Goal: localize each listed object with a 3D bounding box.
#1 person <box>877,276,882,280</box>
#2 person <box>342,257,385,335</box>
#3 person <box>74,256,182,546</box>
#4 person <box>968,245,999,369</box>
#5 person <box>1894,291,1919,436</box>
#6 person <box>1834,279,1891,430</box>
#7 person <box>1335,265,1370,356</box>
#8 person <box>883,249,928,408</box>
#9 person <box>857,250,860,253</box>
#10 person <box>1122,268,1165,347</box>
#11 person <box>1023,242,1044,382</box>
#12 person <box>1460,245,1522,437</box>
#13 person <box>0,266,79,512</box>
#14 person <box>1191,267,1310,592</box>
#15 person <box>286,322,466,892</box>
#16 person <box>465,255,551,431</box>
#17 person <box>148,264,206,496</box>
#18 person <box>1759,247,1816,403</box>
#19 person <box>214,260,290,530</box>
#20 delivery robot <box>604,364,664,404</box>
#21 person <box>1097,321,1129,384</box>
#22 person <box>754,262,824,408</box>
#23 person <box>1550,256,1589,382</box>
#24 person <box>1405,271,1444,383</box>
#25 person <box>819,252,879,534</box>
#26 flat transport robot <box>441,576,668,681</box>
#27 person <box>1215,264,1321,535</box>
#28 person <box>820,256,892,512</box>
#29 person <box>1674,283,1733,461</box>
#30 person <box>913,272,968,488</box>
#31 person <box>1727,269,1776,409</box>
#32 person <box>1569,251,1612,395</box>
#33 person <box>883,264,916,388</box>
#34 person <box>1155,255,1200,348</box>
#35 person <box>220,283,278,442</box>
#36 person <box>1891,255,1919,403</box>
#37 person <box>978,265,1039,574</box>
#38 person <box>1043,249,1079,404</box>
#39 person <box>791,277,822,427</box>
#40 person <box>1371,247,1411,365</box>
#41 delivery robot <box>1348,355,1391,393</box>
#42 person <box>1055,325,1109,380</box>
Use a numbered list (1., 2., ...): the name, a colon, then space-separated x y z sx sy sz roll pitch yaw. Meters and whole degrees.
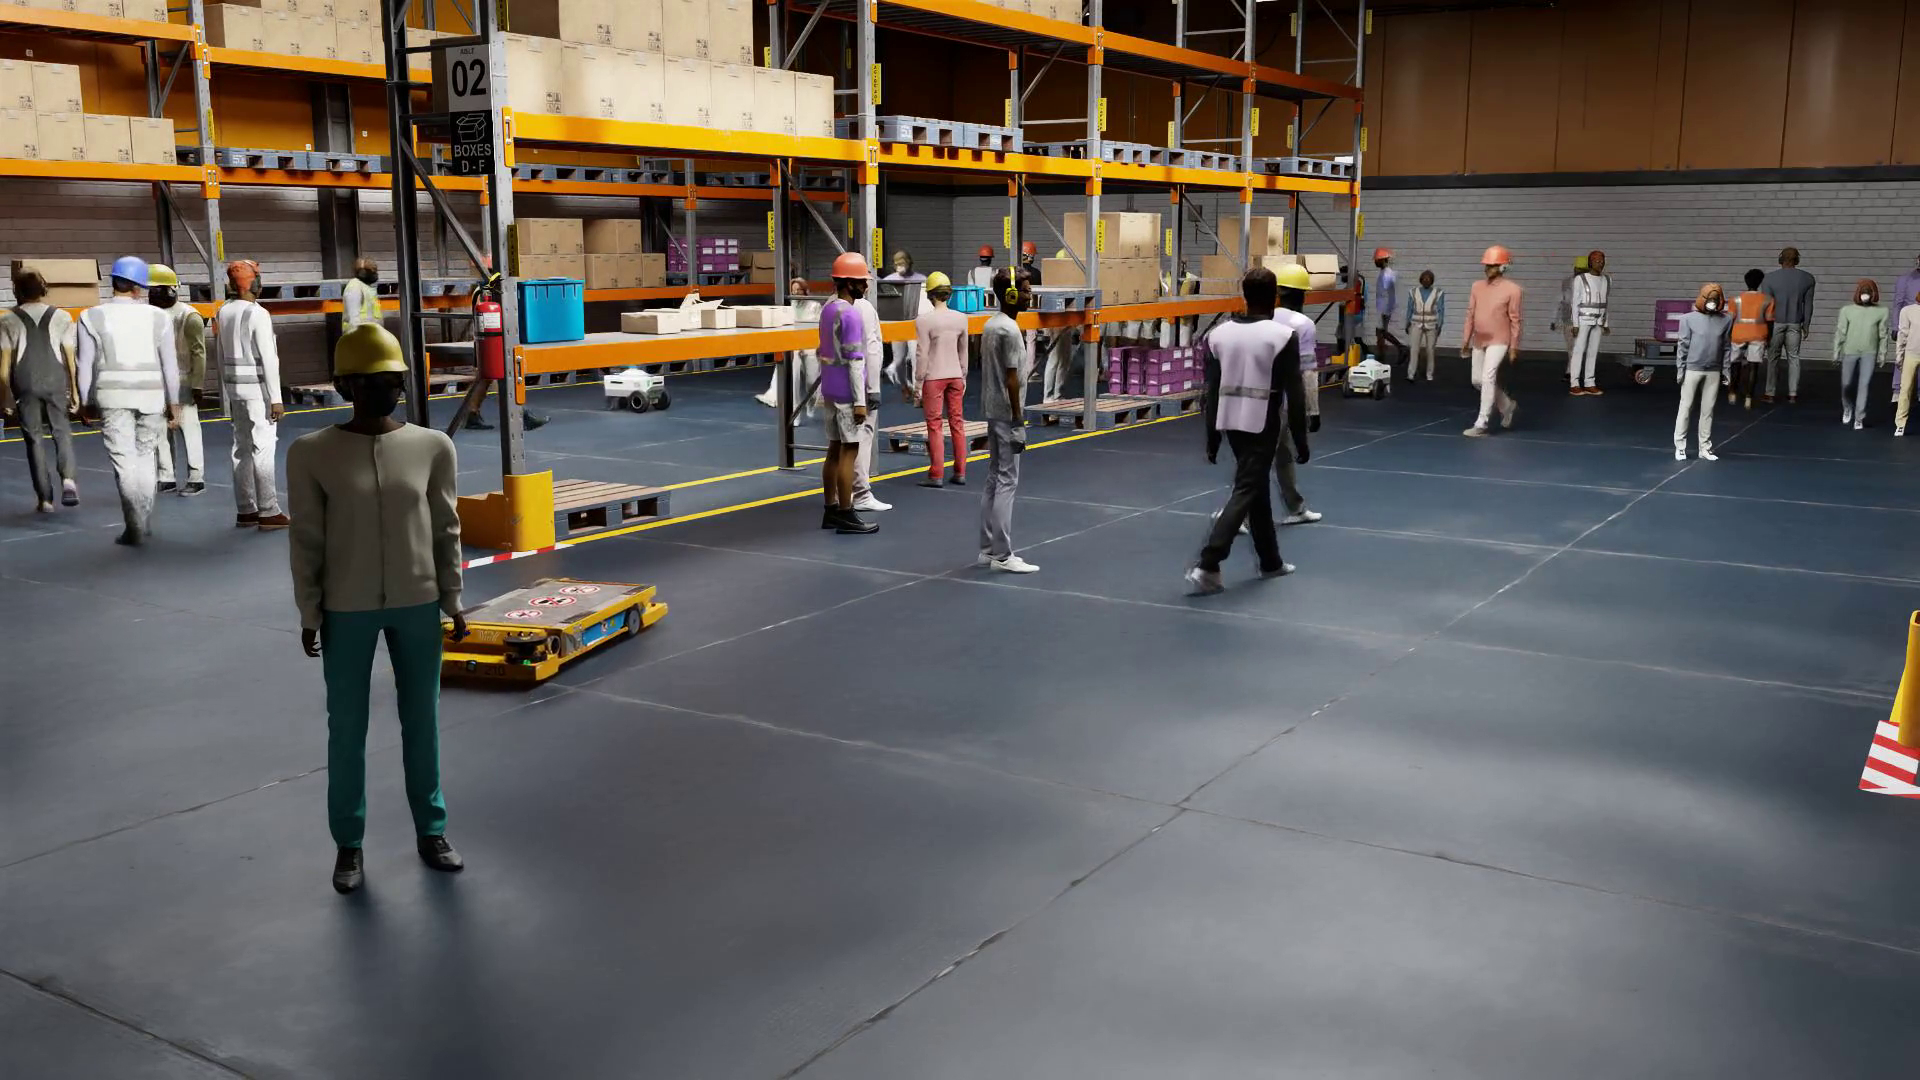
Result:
1. person: -1.401 -3.229 24.109 0.601 1.827 0.403 2 10 8
2. person: -6.538 -2.175 18.278 0.432 1.832 0.694 -1 10 -3
3. person: -5.594 -0.925 11.137 0.649 1.907 0.600 9 14 42
4. person: 0.400 -3.637 26.071 0.551 1.935 0.375 3 11 16
5. person: 9.904 -1.864 17.113 0.496 1.629 0.277 5 11 26
6. person: 9.760 -2.020 18.020 0.514 1.611 0.732 7 12 33
7. person: 5.980 -3.344 25.251 0.558 1.658 0.823 -6 12 -29
8. person: -0.639 -2.580 20.290 0.645 1.916 0.738 0 10 -2
9. person: -1.593 -3.970 28.101 0.323 1.870 0.518 -4 11 -23
10. person: 2.554 -3.172 23.290 0.623 2.012 0.594 4 11 23
11. person: 0.953 -3.248 23.755 0.608 1.995 0.377 9 14 41
12. person: 5.561 -2.061 17.254 0.795 1.974 0.630 -6 12 -31
13. person: -6.834 -1.105 12.331 0.525 1.829 0.416 -8 13 -37
14. person: 1.680 -0.639 9.670 0.993 1.875 0.601 -9 13 -40
15. person: -1.820 0.206 5.242 0.525 1.772 0.306 -6 12 -31
16. person: -4.860 -2.089 17.637 0.996 1.883 0.564 1 10 7
17. person: -6.259 -1.256 13.168 0.599 1.832 0.404 3 11 15
18. person: 10.260 -2.669 20.701 0.630 1.938 0.366 1 10 8
19. person: -4.949 -1.012 11.668 0.584 1.884 0.347 7 12 34
20. delivery robot: -3.865 -1.844 19.704 0.707 0.478 0.477 5 11 27
21. person: 2.088 -3.213 23.427 0.611 2.042 0.394 1 10 7
22. person: -2.012 -2.459 19.968 0.941 1.782 0.641 -3 11 -16
23. person: 8.742 -3.143 23.730 0.757 1.789 0.654 -9 14 -41
24. person: 6.625 -3.037 23.729 0.549 1.580 0.869 4 11 23
25. person: -0.768 -1.012 11.522 0.375 1.935 0.551 -5 11 -26
26. flat transport robot: -2.048 0.413 8.248 0.652 0.197 1.431 3 11 14
27. person: 2.166 -0.982 11.563 1.044 1.866 0.594 -6 12 -31
28. person: -0.769 -1.170 12.468 0.410 1.913 0.651 -7 12 -33
29. person: 6.840 -1.542 15.302 0.499 1.633 0.279 0 10 0
30. person: -0.166 -1.311 13.661 0.532 1.765 0.328 -8 13 -36
31. person: 9.588 -2.444 20.206 0.544 1.664 0.769 5 11 24
32. person: 8.252 -2.830 21.752 0.574 1.881 0.358 -4 11 -20
33. person: -0.799 -2.911 22.557 0.502 1.748 0.541 -5 11 -26
34. person: 3.011 -3.041 23.077 0.623 1.835 0.430 0 10 2
35. person: -7.170 -1.848 16.706 0.487 1.740 0.313 4 11 20
36. person: 11.891 -2.631 20.583 0.652 1.905 0.402 3 11 16
37. person: 0.284 -0.730 10.151 0.311 1.869 0.530 -3 11 -16
38. person: 1.247 -2.560 20.172 0.406 1.917 0.600 8 13 38
39. person: -1.737 -2.068 18.230 0.518 1.623 0.616 -1 10 -3
40. person: 6.781 -3.668 26.299 0.624 1.917 0.571 3 11 18
41. delivery robot: 5.244 -2.129 21.283 0.477 0.478 0.707 7 12 33
42. person: 1.820 -3.255 24.163 1.060 1.884 0.645 4 11 21
